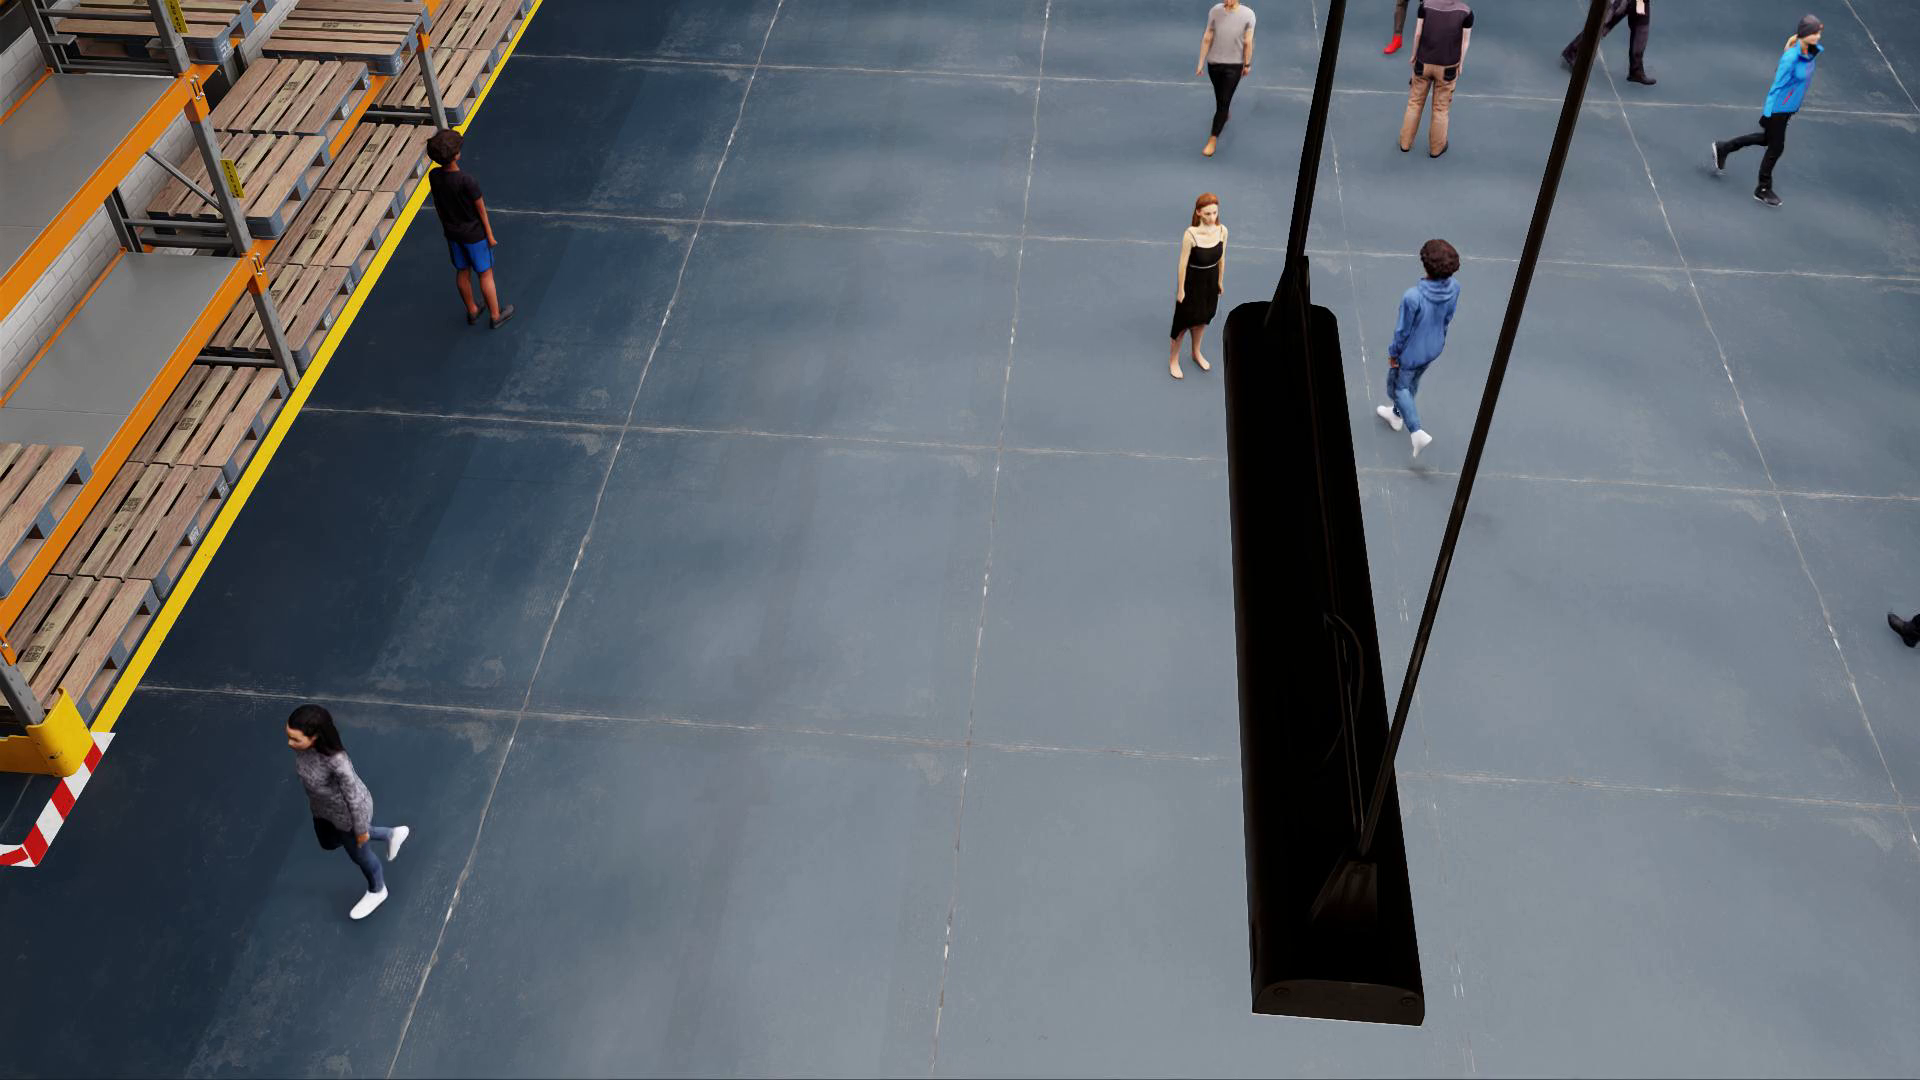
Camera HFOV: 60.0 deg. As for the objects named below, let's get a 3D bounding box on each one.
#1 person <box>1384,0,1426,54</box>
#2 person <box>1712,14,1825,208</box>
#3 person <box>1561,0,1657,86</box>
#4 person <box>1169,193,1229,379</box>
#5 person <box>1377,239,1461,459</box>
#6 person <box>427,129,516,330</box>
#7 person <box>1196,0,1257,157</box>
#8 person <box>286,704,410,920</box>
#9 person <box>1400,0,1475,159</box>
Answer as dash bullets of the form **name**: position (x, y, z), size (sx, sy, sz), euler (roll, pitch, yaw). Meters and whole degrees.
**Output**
- **person**: position (4.870, -6.031, 17.379), size (1.071, 1.779, 1.235), euler (28, 50, 27)
- **person**: position (7.428, -3.968, 15.218), size (1.052, 1.772, 1.153), euler (-26, 50, -25)
- **person**: position (6.682, -5.523, 16.828), size (1.217, 1.804, 1.268), euler (31, 52, 28)
- **person**: position (1.910, -2.058, 13.321), size (0.662, 1.624, 0.688), euler (-14, 45, -15)
- **person**: position (3.491, -1.432, 12.541), size (0.961, 1.793, 1.123), euler (-16, 46, -16)
- **person**: position (-4.086, -2.556, 13.718), size (0.654, 1.796, 0.607), euler (12, 45, 12)
- **person**: position (2.581, -4.619, 15.971), size (0.913, 1.677, 1.205), euler (20, 47, 20)
- **person**: position (-3.475, 1.480, 9.535), size (0.845, 1.724, 0.924), euler (30, 51, 28)
- **person**: position (4.511, -4.524, 15.752), size (0.768, 1.841, 0.734), euler (19, 47, 19)
